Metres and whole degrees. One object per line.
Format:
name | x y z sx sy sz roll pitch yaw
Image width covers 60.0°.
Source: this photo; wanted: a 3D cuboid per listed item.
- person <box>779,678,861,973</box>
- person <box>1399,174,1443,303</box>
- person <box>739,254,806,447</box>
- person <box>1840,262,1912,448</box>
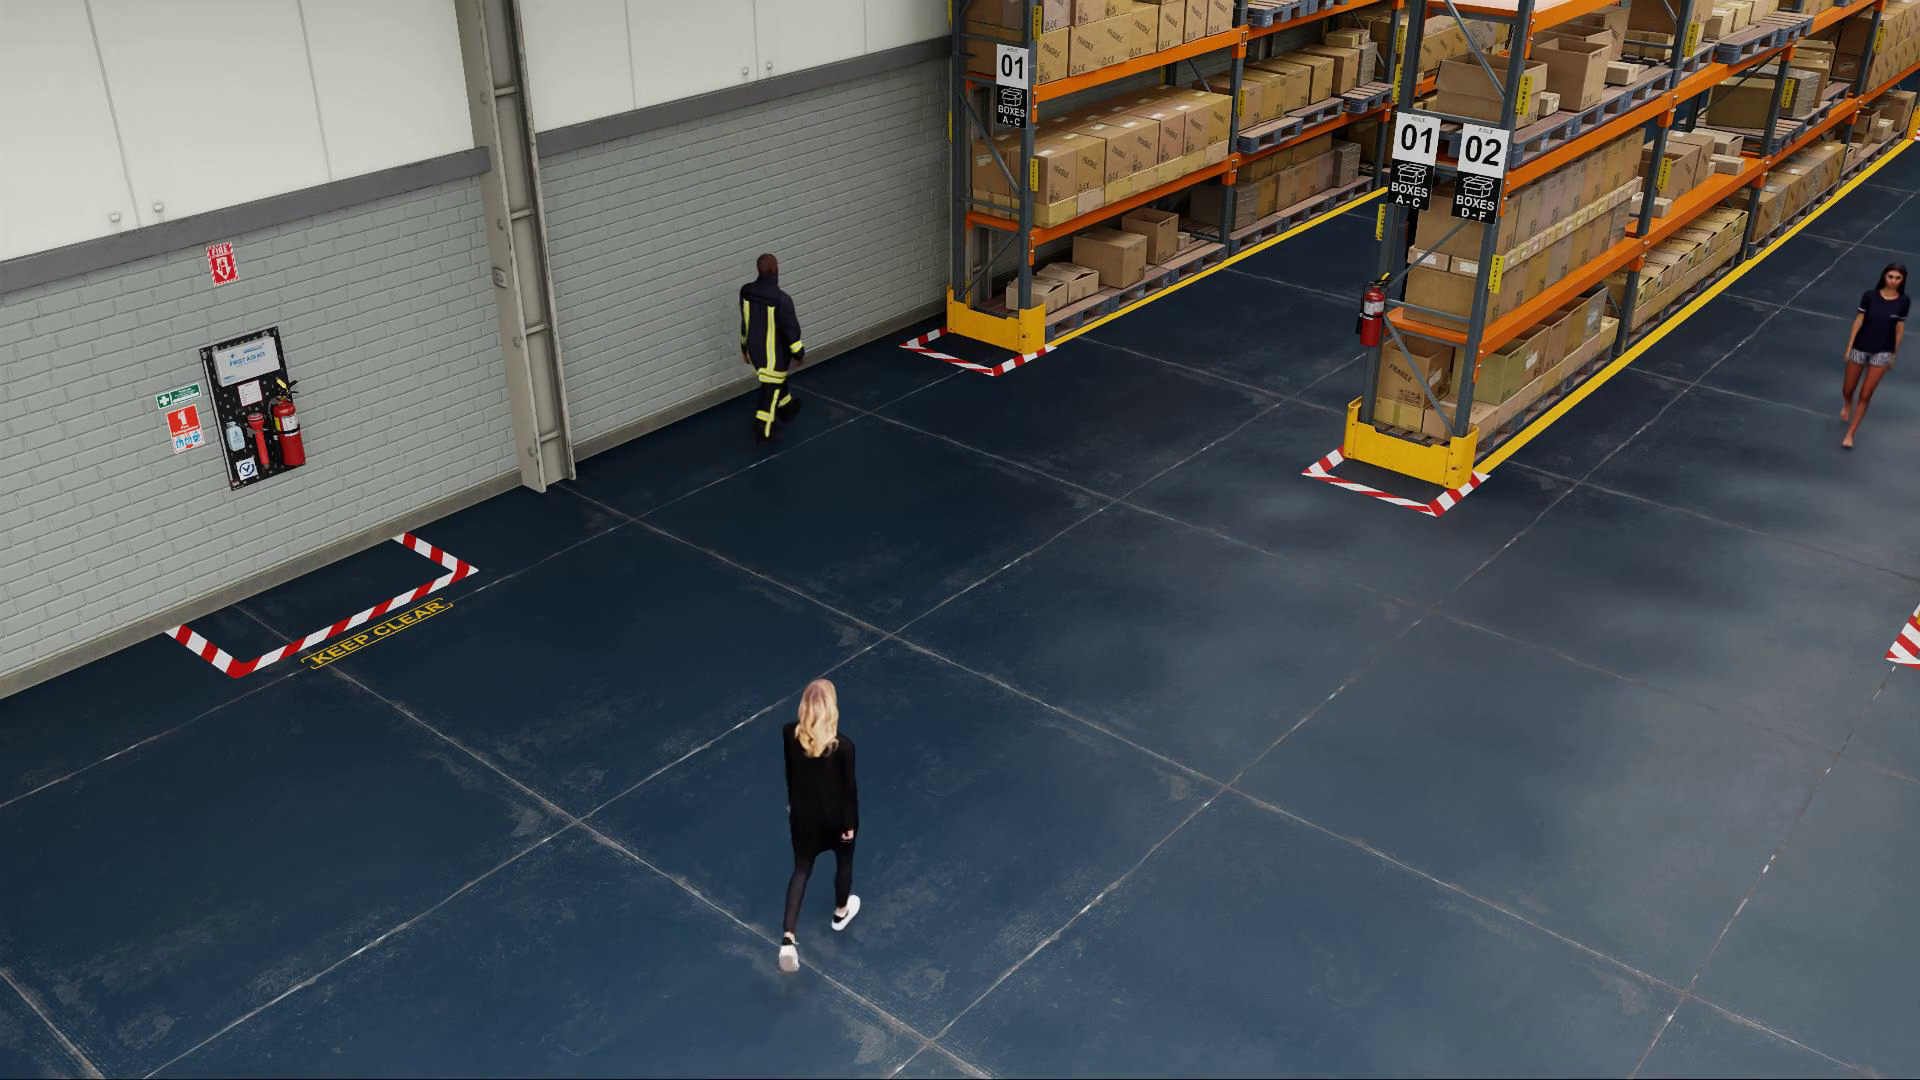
person | -0.806 1.590 9.192 0.862 1.781 1.175 11 30 19
person | 4.981 -3.080 17.989 0.687 1.755 0.702 -13 31 -23
person | -1.814 -1.744 15.445 0.783 1.788 1.081 18 33 30
person | 8.505 -1.764 15.519 0.686 1.753 0.914 14 31 25
